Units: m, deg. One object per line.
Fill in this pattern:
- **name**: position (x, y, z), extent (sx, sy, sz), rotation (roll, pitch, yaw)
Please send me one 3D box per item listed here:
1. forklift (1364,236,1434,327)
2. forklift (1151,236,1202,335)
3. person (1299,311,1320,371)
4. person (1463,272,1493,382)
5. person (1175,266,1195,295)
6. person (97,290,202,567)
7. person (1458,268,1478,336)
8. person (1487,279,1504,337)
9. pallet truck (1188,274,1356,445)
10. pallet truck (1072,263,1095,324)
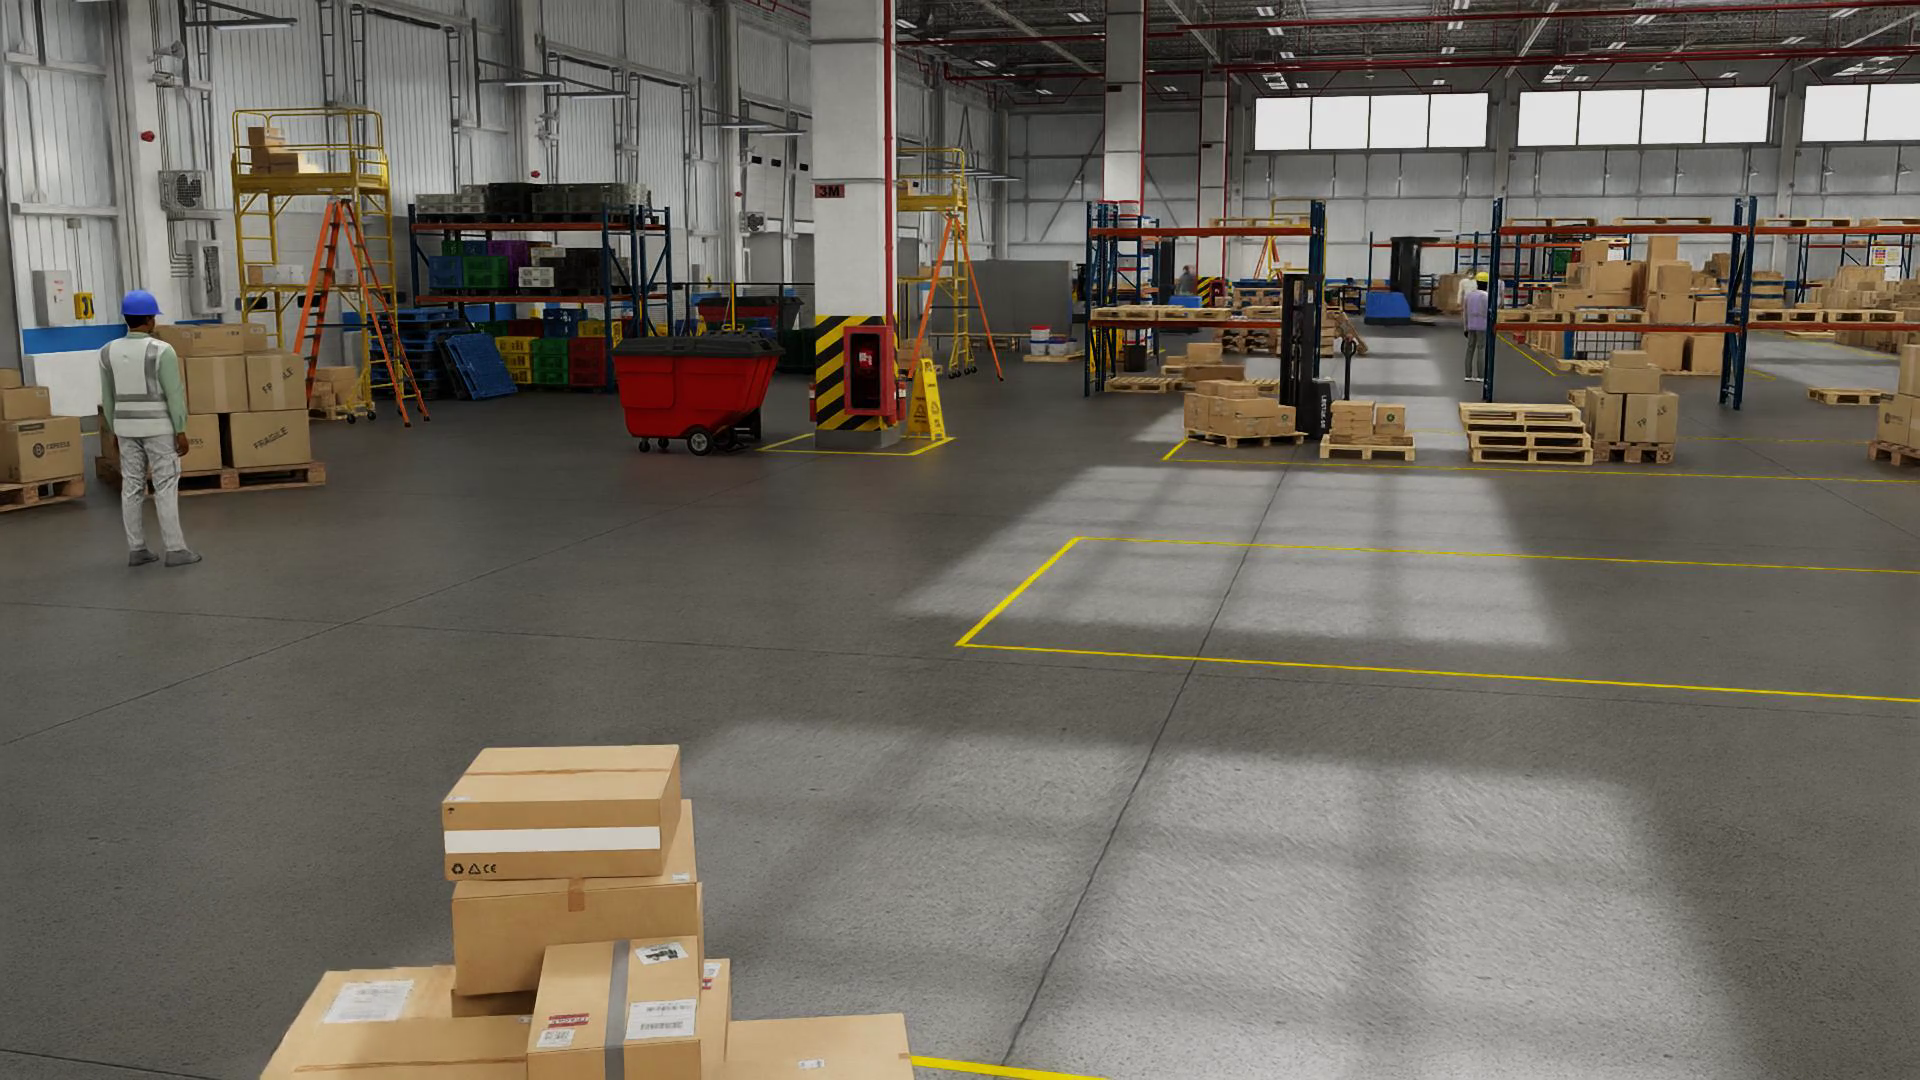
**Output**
- **forklift**: position (13.753, -8.085, 52.009), extent (1.873, 2.768, 1.129), rotation (-2, 10, -14)
- **forklift**: position (5.866, -7.214, 46.878), extent (1.873, 2.768, 1.129), rotation (2, 10, 14)
- **person**: position (6.750, -4.105, 31.941), extent (0.485, 1.739, 0.320), rotation (-8, 13, -41)
- **person**: position (9.100, -3.727, 29.149), extent (0.382, 1.924, 0.594), rotation (-7, 12, -35)
- **person**: position (7.882, -8.686, 58.471), extent (1.045, 1.874, 0.658), rotation (-8, 13, -41)
- **person**: position (-5.713, -0.774, 11.701), extent (0.602, 1.949, 0.389), rotation (2, 10, 9)
- **person**: position (14.235, -6.637, 46.390), extent (0.645, 1.902, 0.991), rotation (6, 11, 30)
- **person**: position (14.579, -6.497, 45.472), extent (0.578, 1.917, 0.607), rotation (3, 10, 18)
- **pallet truck**: position (3.653, -2.138, 19.590), extent (1.885, 1.965, 0.823), rotation (-4, 10, -20)
- **pallet truck**: position (4.325, -8.180, 55.162), extent (0.823, 1.965, 1.885), rotation (6, 11, 31)
